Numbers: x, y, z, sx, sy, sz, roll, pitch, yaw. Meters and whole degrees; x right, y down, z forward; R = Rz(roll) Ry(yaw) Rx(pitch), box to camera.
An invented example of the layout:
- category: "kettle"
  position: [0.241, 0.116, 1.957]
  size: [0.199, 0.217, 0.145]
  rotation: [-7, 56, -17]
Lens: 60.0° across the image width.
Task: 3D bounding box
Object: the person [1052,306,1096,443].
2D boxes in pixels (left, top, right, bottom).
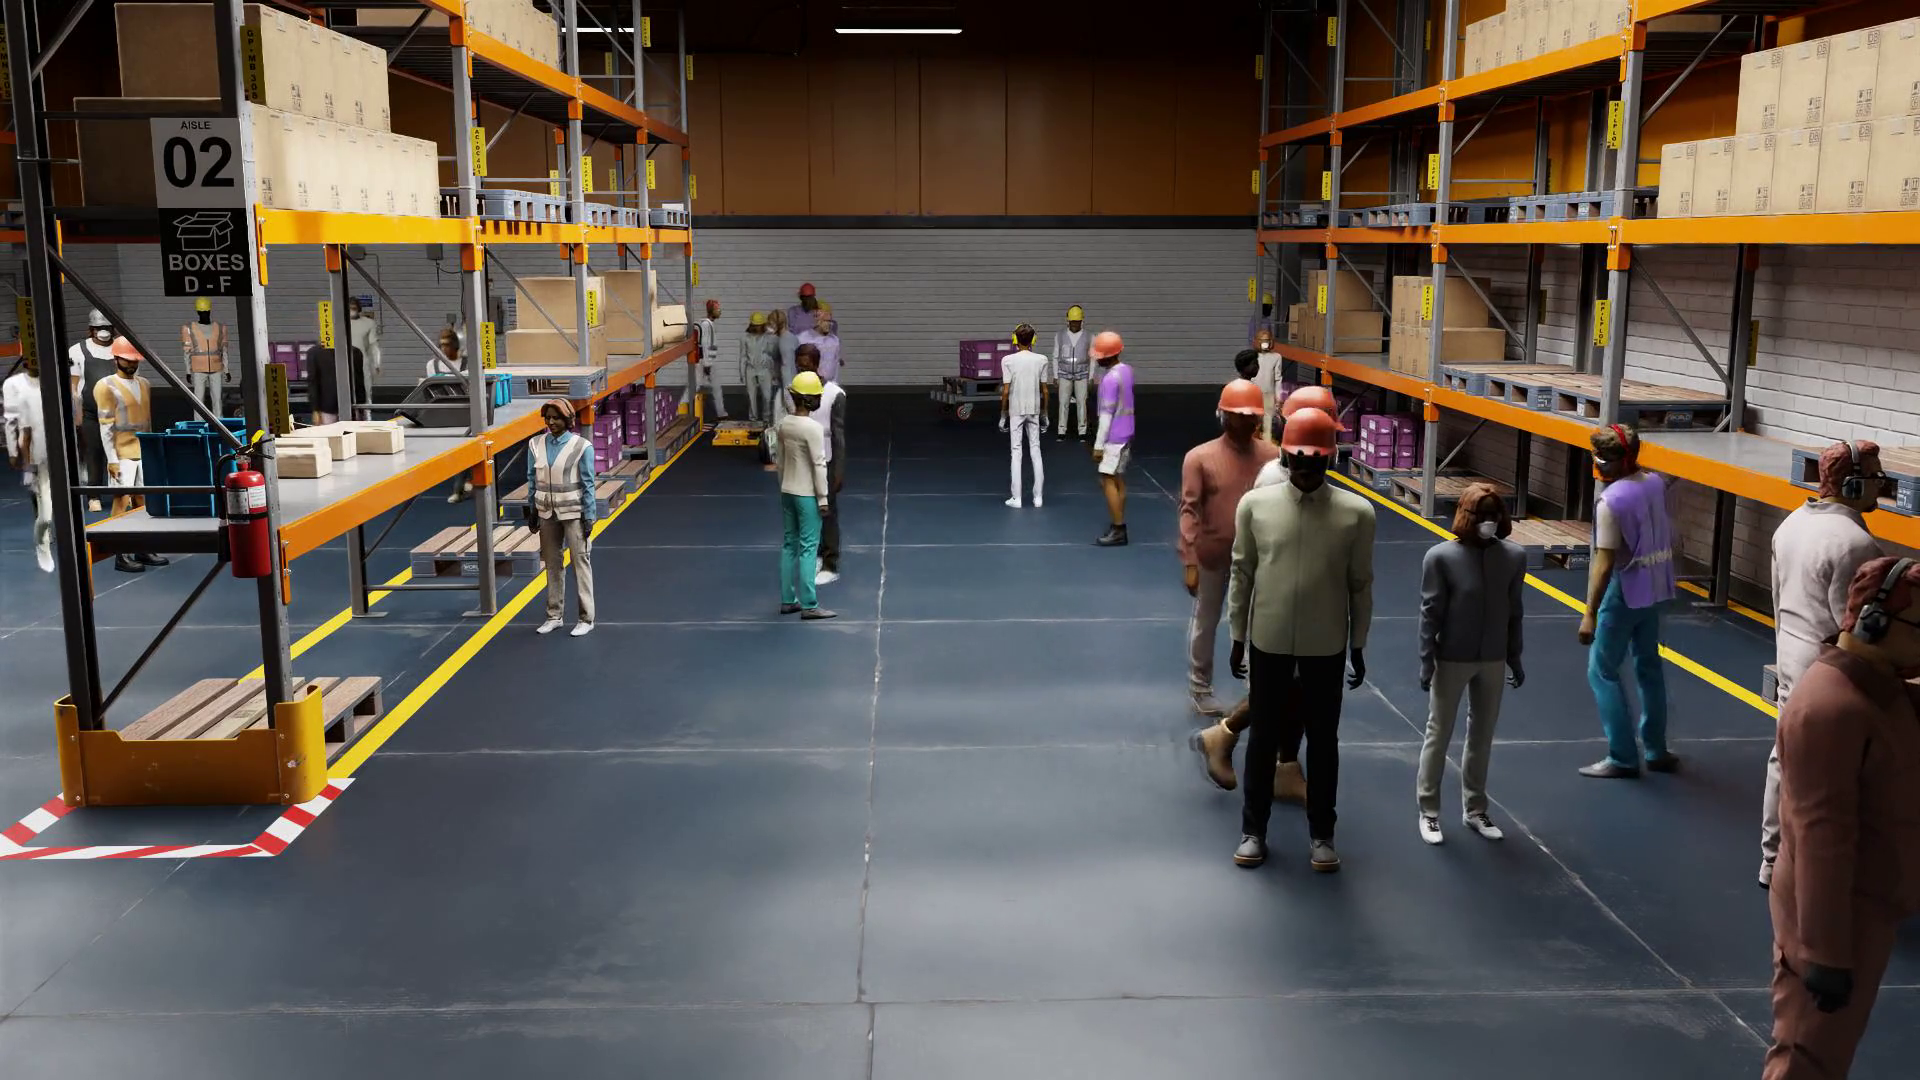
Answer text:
- category: "person"
  position: [1.524, -2.213, 22.270]
  size: [0.587, 1.828, 0.404]
  rotation: [1, 10, 7]

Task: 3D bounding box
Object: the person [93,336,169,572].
- category: "person"
  position: [-6.767, -0.710, 13.610]
  size: [0.375, 1.931, 0.542]
  rotation: [3, 11, 15]

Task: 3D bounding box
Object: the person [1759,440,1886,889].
- category: "person"
  position: [3.491, 0.549, 6.657]
  size: [0.407, 1.910, 0.640]
  rotation: [0, 10, 2]

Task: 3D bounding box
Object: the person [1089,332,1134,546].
- category: "person"
  position: [1.370, -0.891, 14.733]
  size: [0.387, 1.894, 0.662]
  rotation: [5, 11, 24]

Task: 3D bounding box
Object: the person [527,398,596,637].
- category: "person"
  position: [-2.709, -0.155, 11.357]
  size: [0.512, 1.633, 0.313]
  rotation: [4, 11, 20]

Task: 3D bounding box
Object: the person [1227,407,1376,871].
- category: "person"
  position: [1.449, 0.424, 7.117]
  size: [0.611, 1.994, 0.379]
  rotation: [2, 10, 11]

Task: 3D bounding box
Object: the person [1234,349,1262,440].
- category: "person"
  position: [2.640, -0.925, 15.457]
  size: [0.319, 1.698, 0.532]
  rotation: [6, 12, 29]

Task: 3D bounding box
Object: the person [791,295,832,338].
- category: "person"
  position: [-2.188, -2.677, 24.689]
  size: [0.625, 1.906, 0.905]
  rotation: [-3, 11, -19]

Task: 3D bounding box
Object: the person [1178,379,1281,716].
- category: "person"
  position: [1.500, 0.094, 9.100]
  size: [0.649, 1.936, 1.013]
  rotation: [-2, 10, -11]

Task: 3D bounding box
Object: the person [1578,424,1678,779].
- category: "person"
  position: [3.406, 0.311, 8.308]
  size: [0.789, 1.799, 0.380]
  rotation: [-7, 12, -34]

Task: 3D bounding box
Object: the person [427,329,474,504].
- category: "person"
  position: [-5.278, -1.322, 17.413]
  size: [0.517, 1.804, 0.942]
  rotation: [-1, 10, -3]

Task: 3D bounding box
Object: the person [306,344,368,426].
- category: "person"
  position: [-6.424, -1.371, 17.170]
  size: [0.625, 1.997, 0.501]
  rotation: [-9, 14, -41]

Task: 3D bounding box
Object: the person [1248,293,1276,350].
- category: "person"
  position: [4.490, -2.722, 24.837]
  size: [0.383, 1.924, 0.589]
  rotation: [-2, 10, -12]

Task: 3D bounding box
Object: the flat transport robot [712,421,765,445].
- category: "flat transport robot"
  position: [-2.932, -1.445, 22.329]
  size: [0.652, 0.197, 1.431]
  rotation: [0, 10, -3]

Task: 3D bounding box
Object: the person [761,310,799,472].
- category: "person"
  position: [-2.058, -1.776, 19.698]
  size: [0.528, 1.903, 0.735]
  rotation: [0, 10, 0]

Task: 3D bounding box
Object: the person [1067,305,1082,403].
- category: "person"
  position: [1.889, -3.106, 27.805]
  size: [0.289, 1.627, 0.501]
  rotation: [2, 10, 10]

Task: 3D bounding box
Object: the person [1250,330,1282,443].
- category: "person"
  position: [3.666, -1.741, 20.209]
  size: [0.497, 1.625, 0.281]
  rotation: [-1, 10, -4]

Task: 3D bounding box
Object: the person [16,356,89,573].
- category: "person"
  position: [-7.190, -0.578, 13.158]
  size: [0.525, 1.834, 0.702]
  rotation: [-9, 14, -42]

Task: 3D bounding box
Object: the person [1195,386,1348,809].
- category: "person"
  position: [1.499, 0.277, 7.864]
  size: [0.579, 2.019, 0.634]
  rotation: [6, 12, 30]

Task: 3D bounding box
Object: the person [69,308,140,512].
- category: "person"
  position: [-8.509, -1.309, 16.641]
  size: [0.676, 2.000, 0.536]
  rotation: [-8, 13, -38]

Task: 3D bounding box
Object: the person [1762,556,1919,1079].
- category: "person"
  position: [2.307, 0.979, 4.292]
  size: [0.404, 1.902, 0.636]
  rotation: [8, 13, 36]

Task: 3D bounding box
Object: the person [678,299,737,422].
- category: "person"
  position: [-3.833, -2.633, 24.618]
  size: [0.920, 1.844, 0.618]
  rotation: [0, 10, 0]

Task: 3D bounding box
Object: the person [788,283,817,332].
- category: "person"
  position: [-2.411, -3.053, 26.391]
  size: [0.609, 2.034, 0.390]
  rotation: [-4, 11, -21]

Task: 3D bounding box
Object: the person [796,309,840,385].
- category: "person"
  position: [-1.788, -1.953, 20.759]
  size: [0.630, 1.864, 0.898]
  rotation: [-6, 12, -31]

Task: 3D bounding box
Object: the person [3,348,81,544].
- category: "person"
  position: [-7.974, -0.846, 14.468]
  size: [0.554, 1.909, 0.912]
  rotation: [-6, 12, -29]

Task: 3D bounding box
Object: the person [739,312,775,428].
- category: "person"
  position: [-2.855, -2.359, 23.420]
  size: [0.511, 1.697, 0.599]
  rotation: [-2, 10, -11]

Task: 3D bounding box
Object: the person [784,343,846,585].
- category: "person"
  position: [-1.122, -0.592, 13.024]
  size: [0.622, 1.900, 0.434]
  rotation: [6, 12, 30]

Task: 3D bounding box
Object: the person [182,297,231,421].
- category: "person"
  position: [-10.257, -2.336, 22.675]
  size: [0.586, 1.928, 0.369]
  rotation: [-8, 13, -37]

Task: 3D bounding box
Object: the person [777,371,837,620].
- category: "person"
  position: [-1.102, -0.320, 11.897]
  size: [0.329, 1.767, 0.529]
  rotation: [-8, 13, -38]

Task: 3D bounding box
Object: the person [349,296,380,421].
- category: "person"
  position: [-8.547, -2.484, 23.532]
  size: [0.653, 1.924, 0.557]
  rotation: [-4, 11, -23]

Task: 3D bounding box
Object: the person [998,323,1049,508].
- category: "person"
  position: [0.648, -1.259, 16.839]
  size: [0.532, 1.868, 0.310]
  rotation: [-3, 10, -14]

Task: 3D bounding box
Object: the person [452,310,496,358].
- category: "person"
  position: [-6.615, -2.272, 22.639]
  size: [0.631, 1.819, 0.762]
  rotation: [-8, 13, -37]

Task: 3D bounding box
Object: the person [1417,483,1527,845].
- category: "person"
  position: [2.281, 0.549, 7.424]
  size: [0.504, 1.632, 0.269]
  rotation: [-2, 10, -11]

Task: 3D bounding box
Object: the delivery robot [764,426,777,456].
- category: "delivery robot"
  position: [-2.152, -1.210, 19.965]
  size: [0.477, 0.478, 0.707]
  rotation: [-2, 10, -12]

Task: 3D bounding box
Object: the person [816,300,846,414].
- category: "person"
  position: [-2.168, -2.877, 26.109]
  size: [0.925, 1.787, 0.583]
  rotation: [8, 13, 38]
